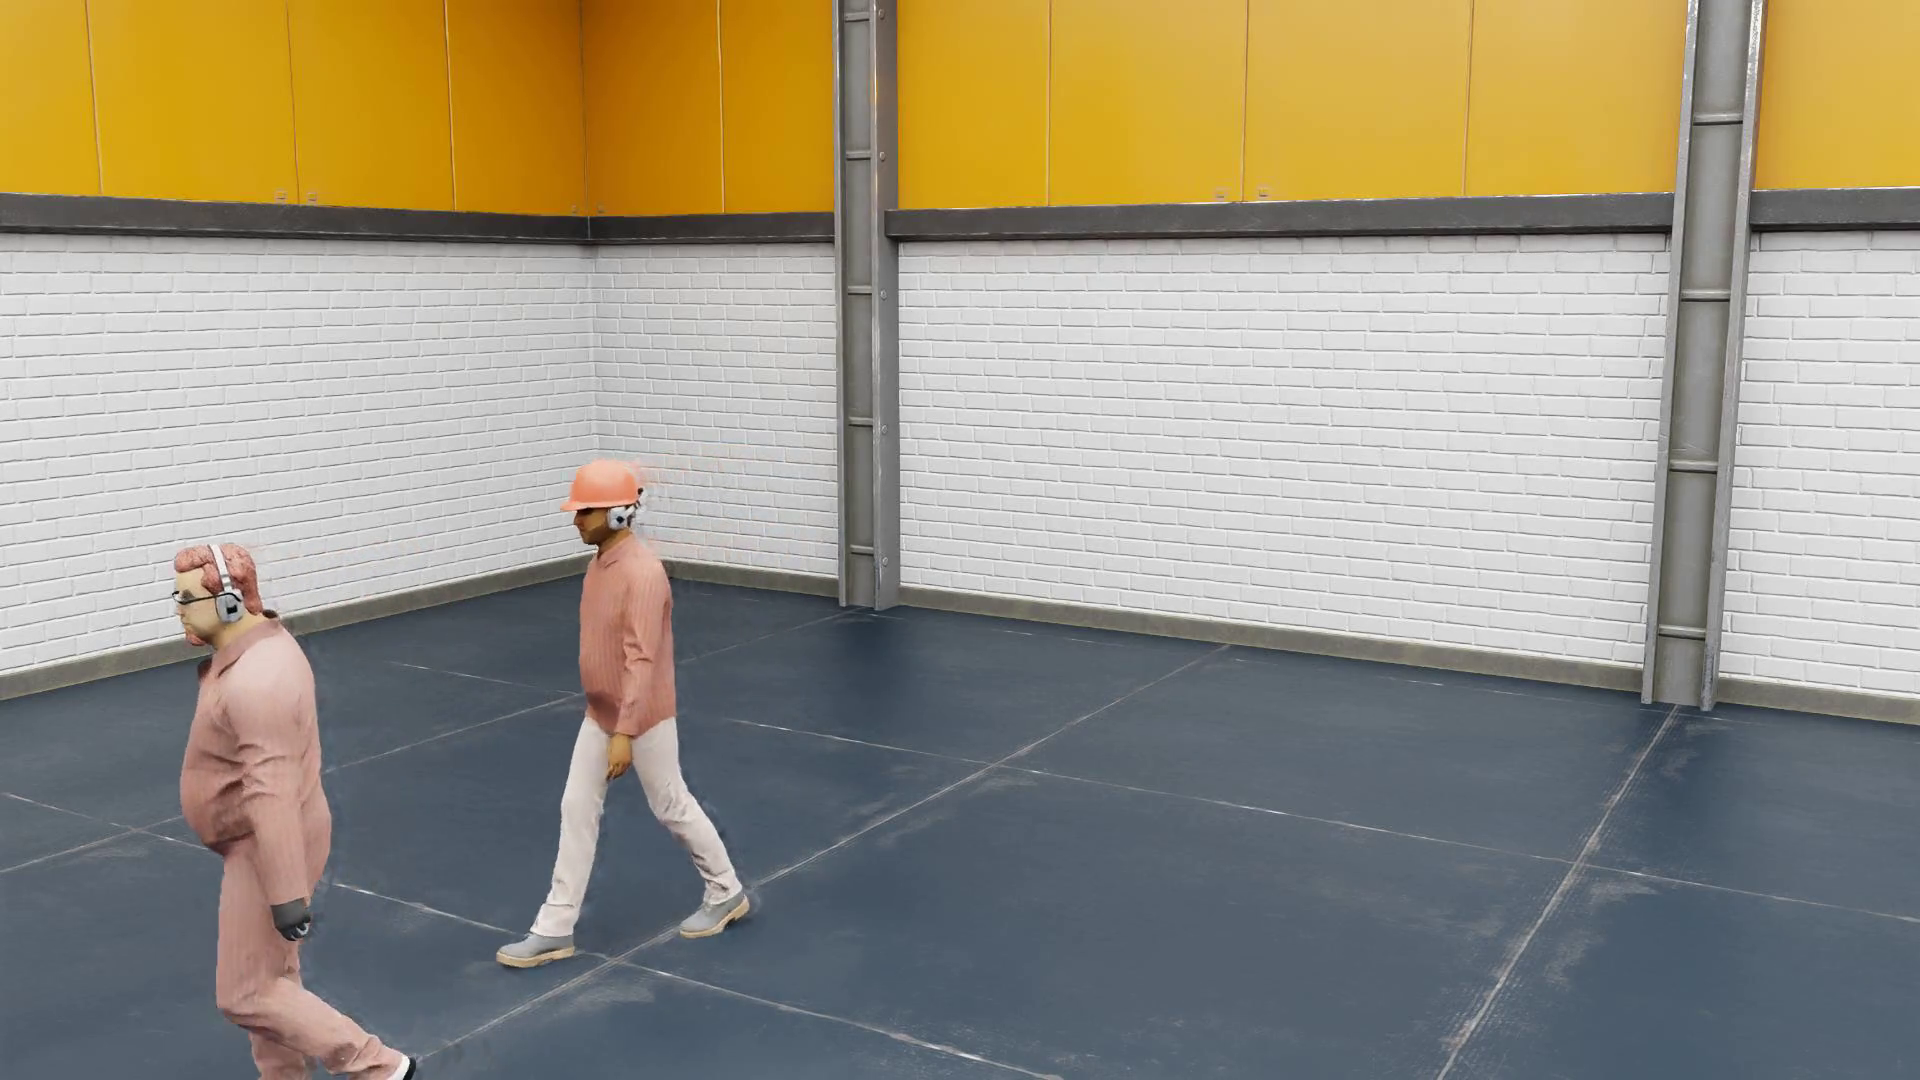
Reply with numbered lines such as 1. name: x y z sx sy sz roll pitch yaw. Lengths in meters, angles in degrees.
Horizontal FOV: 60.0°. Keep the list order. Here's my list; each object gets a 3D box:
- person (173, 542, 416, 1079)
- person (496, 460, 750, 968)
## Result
1. person: -2.010 0.925 4.933 0.527 1.886 0.659 -3 10 -20
2. person: -1.274 0.656 6.445 1.014 1.953 0.618 -7 12 -38
